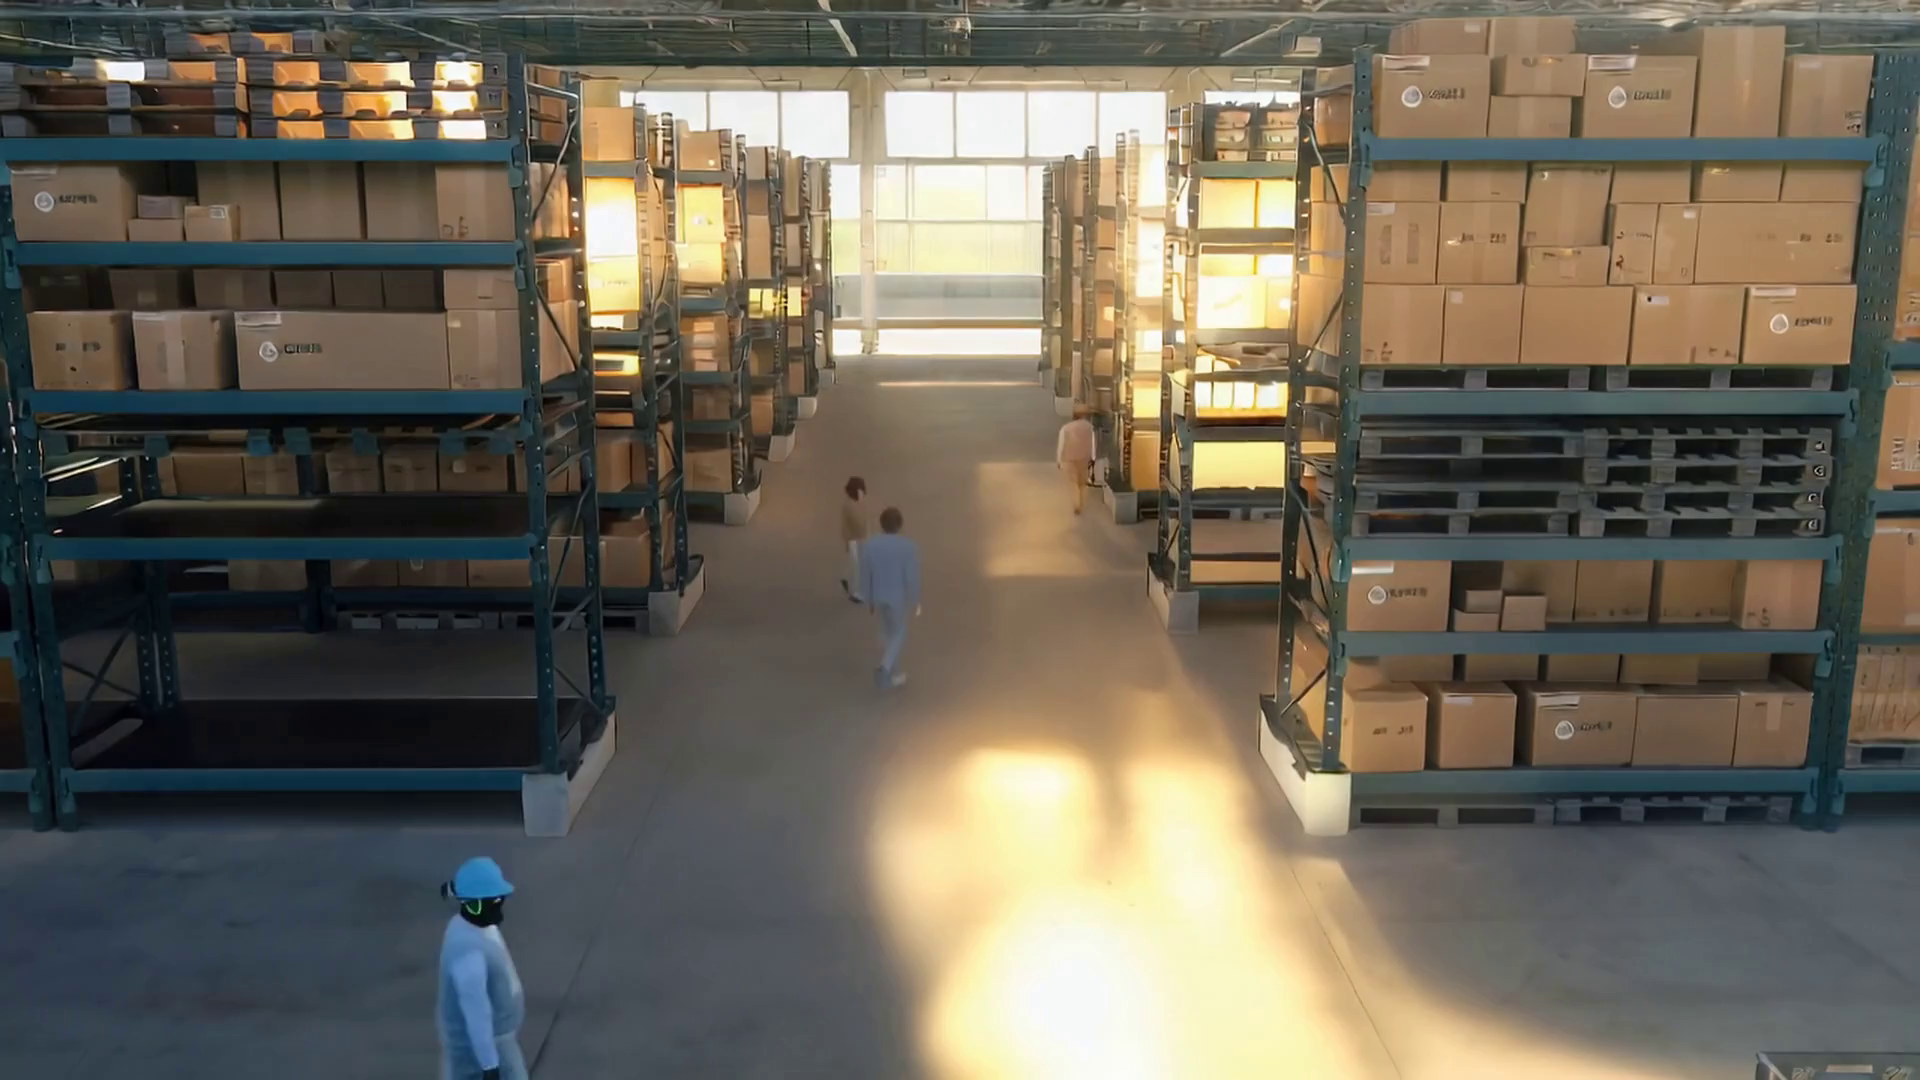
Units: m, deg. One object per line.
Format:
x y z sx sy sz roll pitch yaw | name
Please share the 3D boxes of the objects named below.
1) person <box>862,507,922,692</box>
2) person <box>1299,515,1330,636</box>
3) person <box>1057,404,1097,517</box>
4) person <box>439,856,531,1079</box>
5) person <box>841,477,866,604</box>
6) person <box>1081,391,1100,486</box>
-0.727 0.617 17.037 0.637 1.921 0.715 6 13 28 | person
4.090 0.270 18.785 0.409 1.909 0.641 -5 12 -22 | person
1.868 -1.305 26.887 0.618 1.780 0.922 -1 11 -6 | person
-2.443 2.444 8.292 0.876 1.805 0.596 -2 12 -9 | person
-1.336 -0.001 20.850 0.394 1.618 0.505 8 14 34 | person
2.302 -1.801 29.596 0.319 1.691 0.536 -7 13 -30 | person
